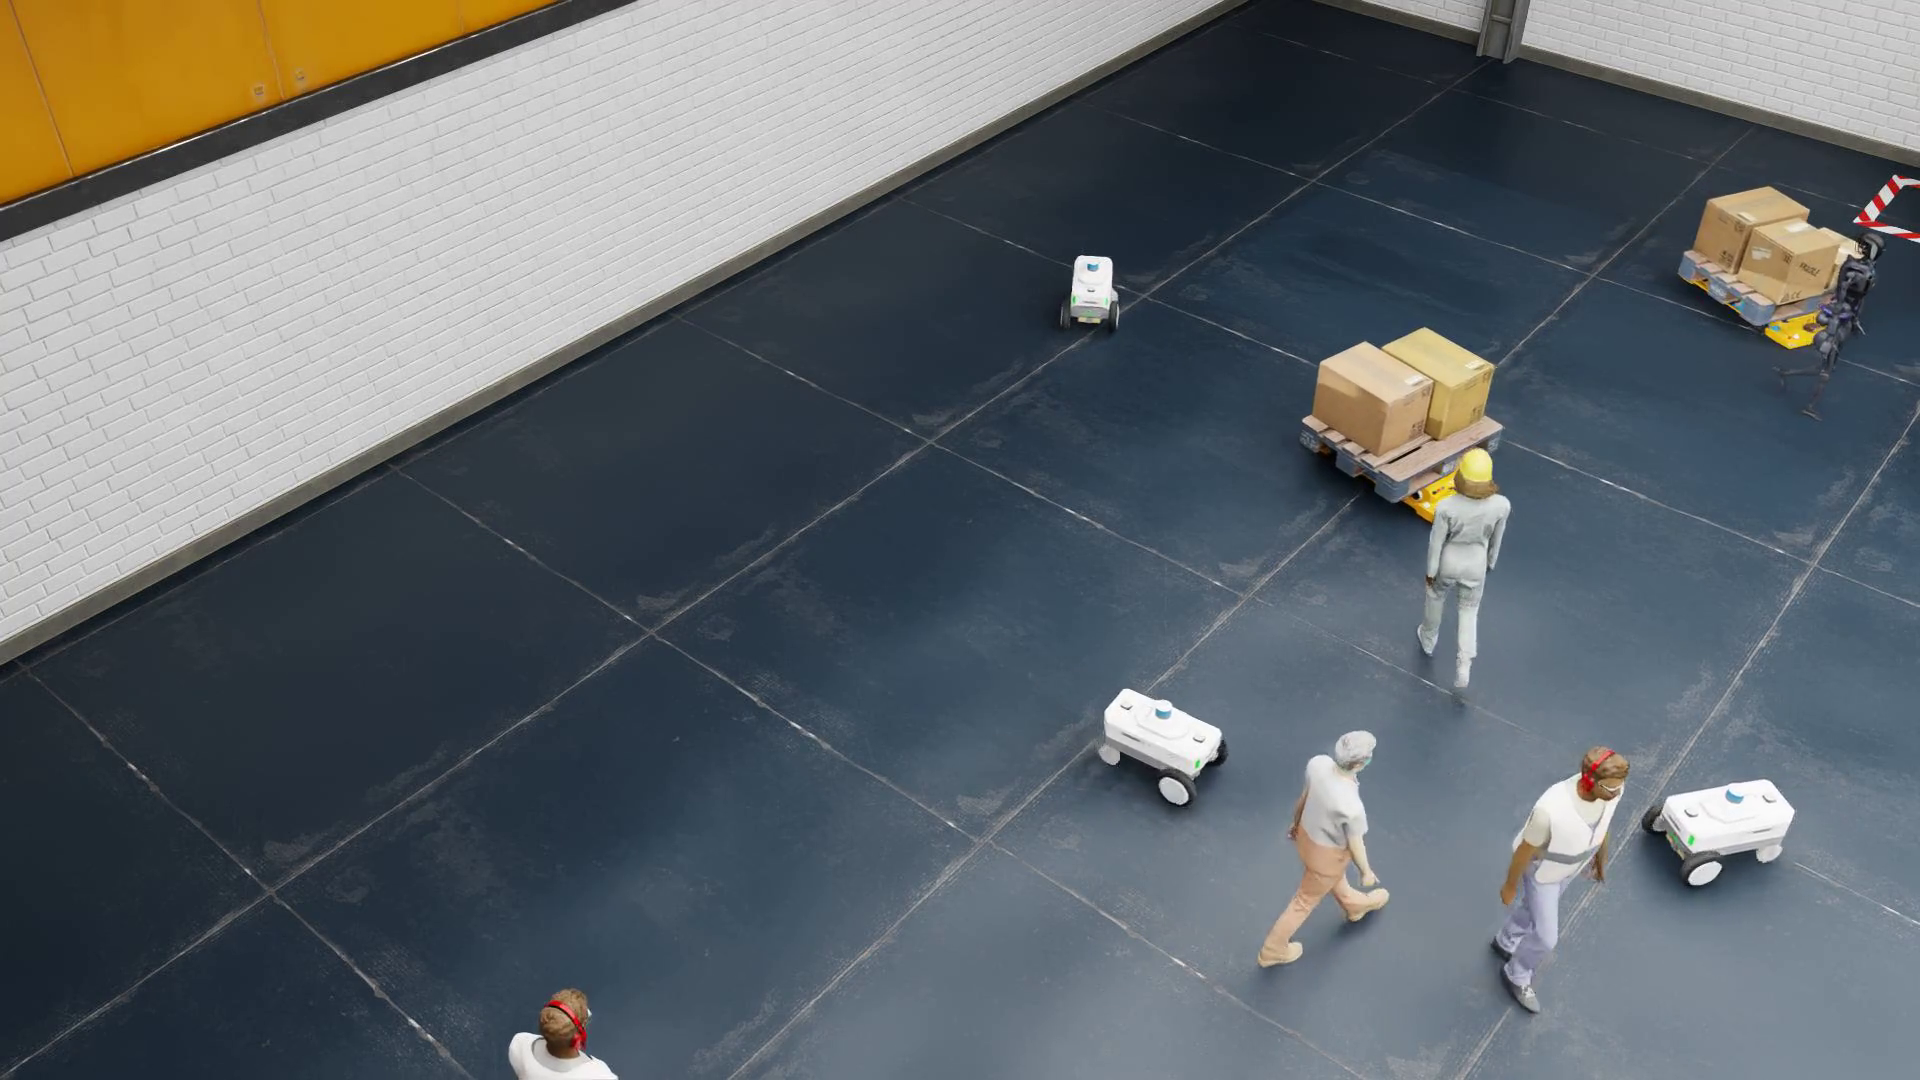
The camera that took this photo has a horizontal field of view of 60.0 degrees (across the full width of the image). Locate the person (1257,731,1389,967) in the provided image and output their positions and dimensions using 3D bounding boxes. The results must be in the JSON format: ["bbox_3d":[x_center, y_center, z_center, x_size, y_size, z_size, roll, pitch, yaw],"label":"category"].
[{"bbox_3d":[2.078,1.661,9.089,0.897,1.697,0.482,-9,40,-11],"label":"person"}]

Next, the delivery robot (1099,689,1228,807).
[{"bbox_3d":[1.284,1.266,10.487,0.781,0.595,0.499,23,44,26],"label":"delivery robot"}]

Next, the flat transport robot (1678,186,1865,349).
[{"bbox_3d":[7.249,-2.201,15.018,0.659,0.231,1.431,-14,41,-17],"label":"flat transport robot"}]

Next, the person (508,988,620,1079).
[{"bbox_3d":[-1.740,2.735,7.647,0.565,1.834,0.404,17,42,20],"label":"person"}]

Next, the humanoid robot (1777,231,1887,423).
[{"bbox_3d":[6.976,-1.748,13.337,0.501,1.636,0.598,32,49,33],"label":"humanoid robot"}]

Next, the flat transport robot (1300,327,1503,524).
[{"bbox_3d":[3.435,-0.648,13.090,0.659,0.231,1.431,-25,45,-27],"label":"flat transport robot"}]

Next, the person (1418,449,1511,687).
[{"bbox_3d":[3.283,0.193,10.886,0.481,1.717,0.679,4,39,5],"label":"person"}]

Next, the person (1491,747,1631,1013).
[{"bbox_3d":[3.184,1.781,8.825,0.622,1.829,0.631,-20,43,-23],"label":"person"}]

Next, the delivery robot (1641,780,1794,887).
[{"bbox_3d":[4.538,1.704,9.952,0.781,0.605,0.499,-8,40,-10],"label":"delivery robot"}]

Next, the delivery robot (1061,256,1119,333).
[{"bbox_3d":[1.175,-2.189,14.791,0.516,0.614,0.785,4,39,5],"label":"delivery robot"}]
